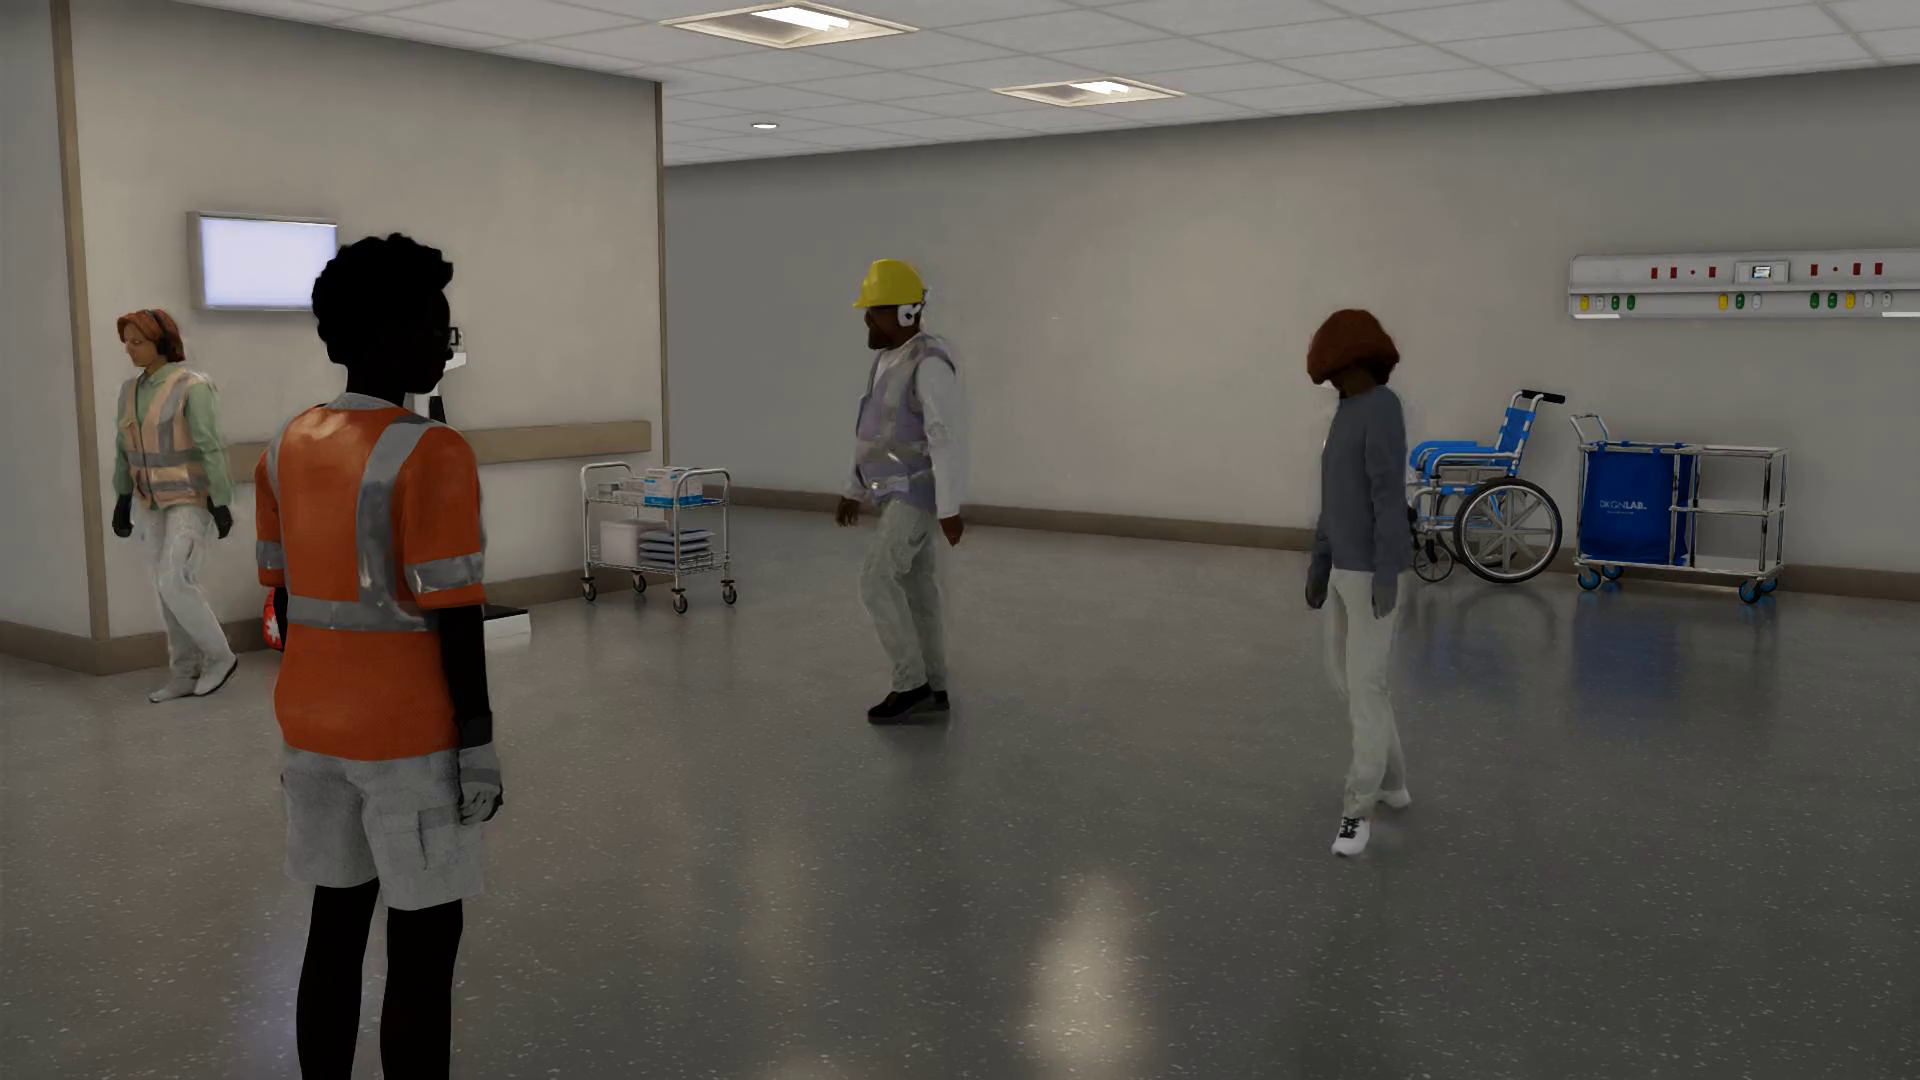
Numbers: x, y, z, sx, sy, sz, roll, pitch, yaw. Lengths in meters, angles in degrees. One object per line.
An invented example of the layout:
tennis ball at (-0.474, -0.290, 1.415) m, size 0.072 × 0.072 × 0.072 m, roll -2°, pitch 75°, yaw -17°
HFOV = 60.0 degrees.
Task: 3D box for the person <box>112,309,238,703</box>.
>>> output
person at (-3.242, -0.127, 6.826) m, size 0.545 × 1.625 × 0.365 m, roll 4°, pitch 8°, yaw 27°

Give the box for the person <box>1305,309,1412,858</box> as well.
person at (1.226, 0.108, 5.035) m, size 0.371 × 1.599 × 0.633 m, roll 0°, pitch 7°, yaw -3°

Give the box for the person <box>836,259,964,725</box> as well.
person at (-0.249, -0.181, 6.519) m, size 0.548 × 1.808 × 0.609 m, roll -2°, pitch 7°, yaw -16°

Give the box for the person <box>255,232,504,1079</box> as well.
person at (-0.981, 0.330, 2.865) m, size 0.540 × 1.696 × 0.317 m, roll 5°, pitch 9°, yaw 36°
